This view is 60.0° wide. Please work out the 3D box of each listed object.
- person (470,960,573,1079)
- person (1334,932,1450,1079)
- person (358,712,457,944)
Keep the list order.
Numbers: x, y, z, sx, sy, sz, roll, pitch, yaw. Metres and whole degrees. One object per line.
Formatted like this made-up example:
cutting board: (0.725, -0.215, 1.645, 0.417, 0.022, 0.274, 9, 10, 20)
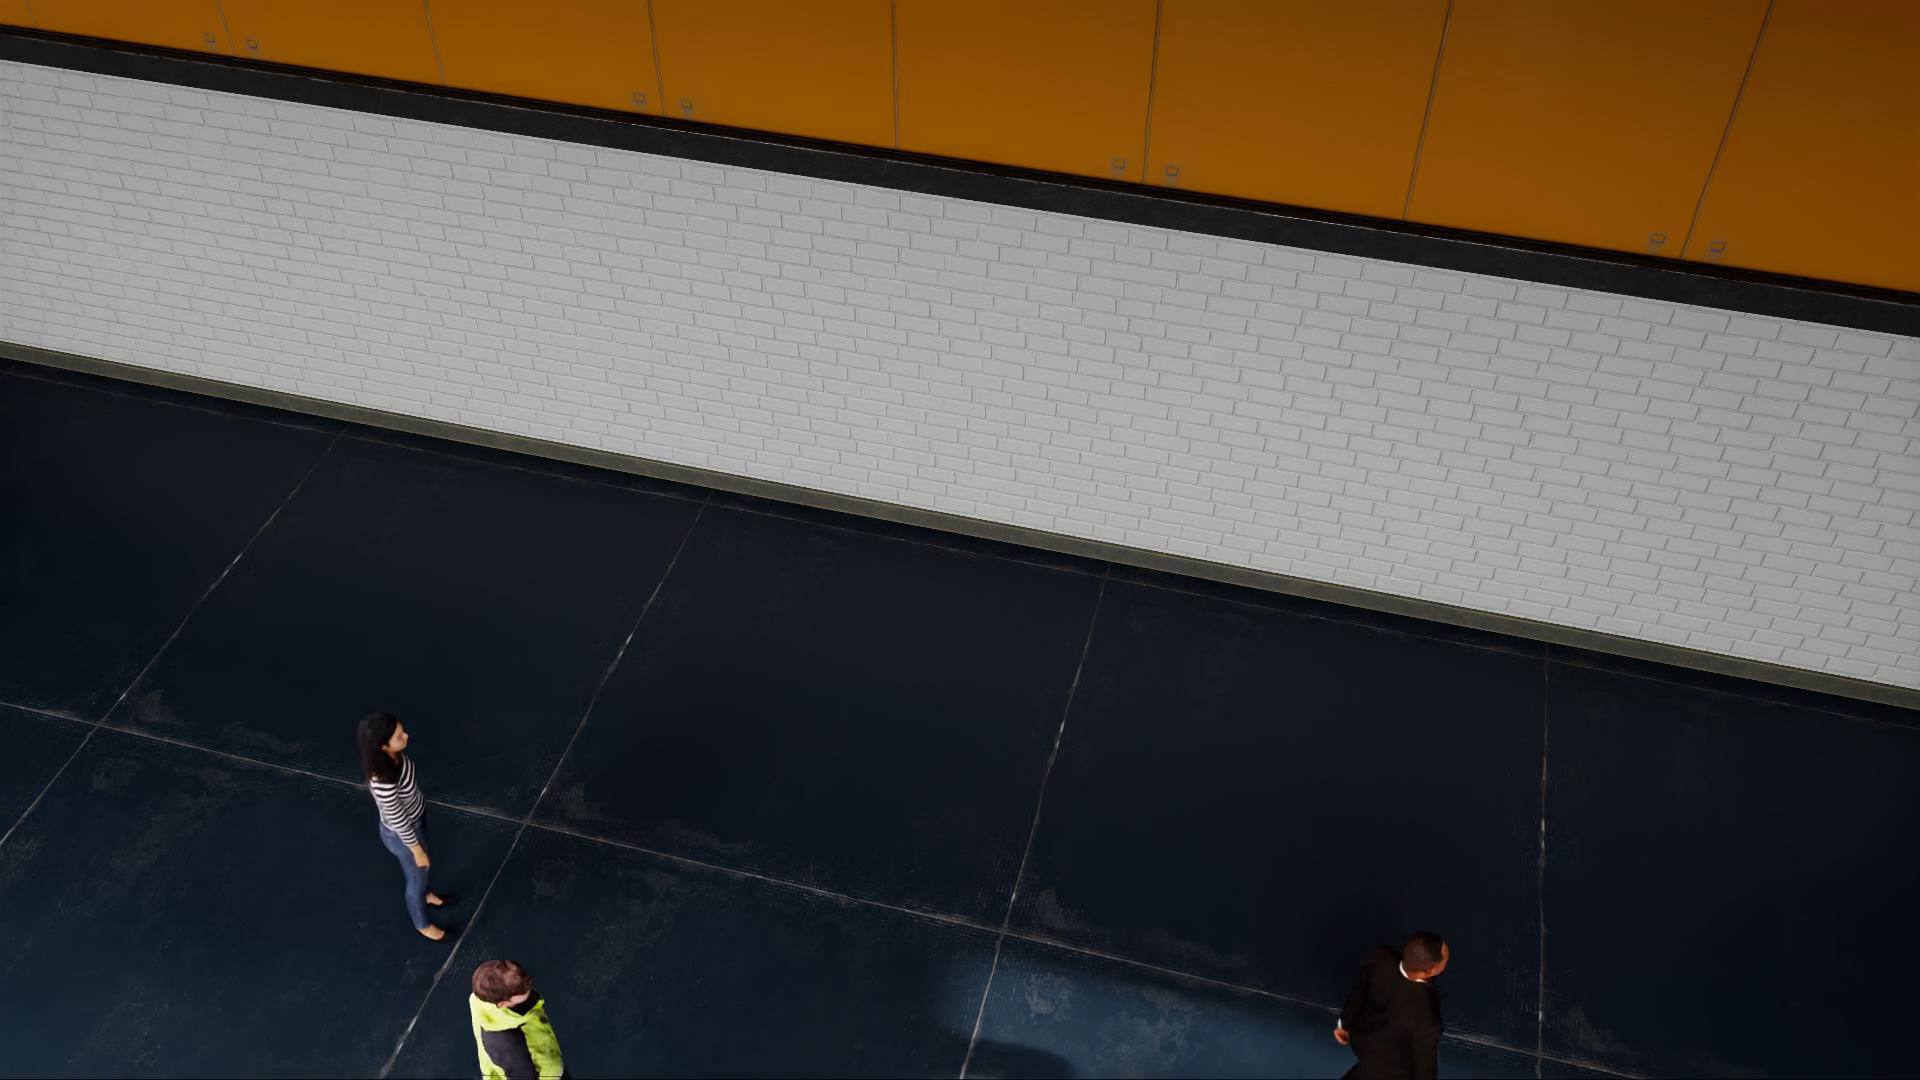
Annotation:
person: (-2.129, 2.581, 7.826, 1.120, 1.956, 1.067, -19, 47, -19)
person: (1.949, 2.504, 7.980, 1.207, 1.855, 1.315, -11, 45, -12)
person: (-3.004, 1.564, 9.014, 0.723, 1.790, 0.624, -9, 44, -10)
